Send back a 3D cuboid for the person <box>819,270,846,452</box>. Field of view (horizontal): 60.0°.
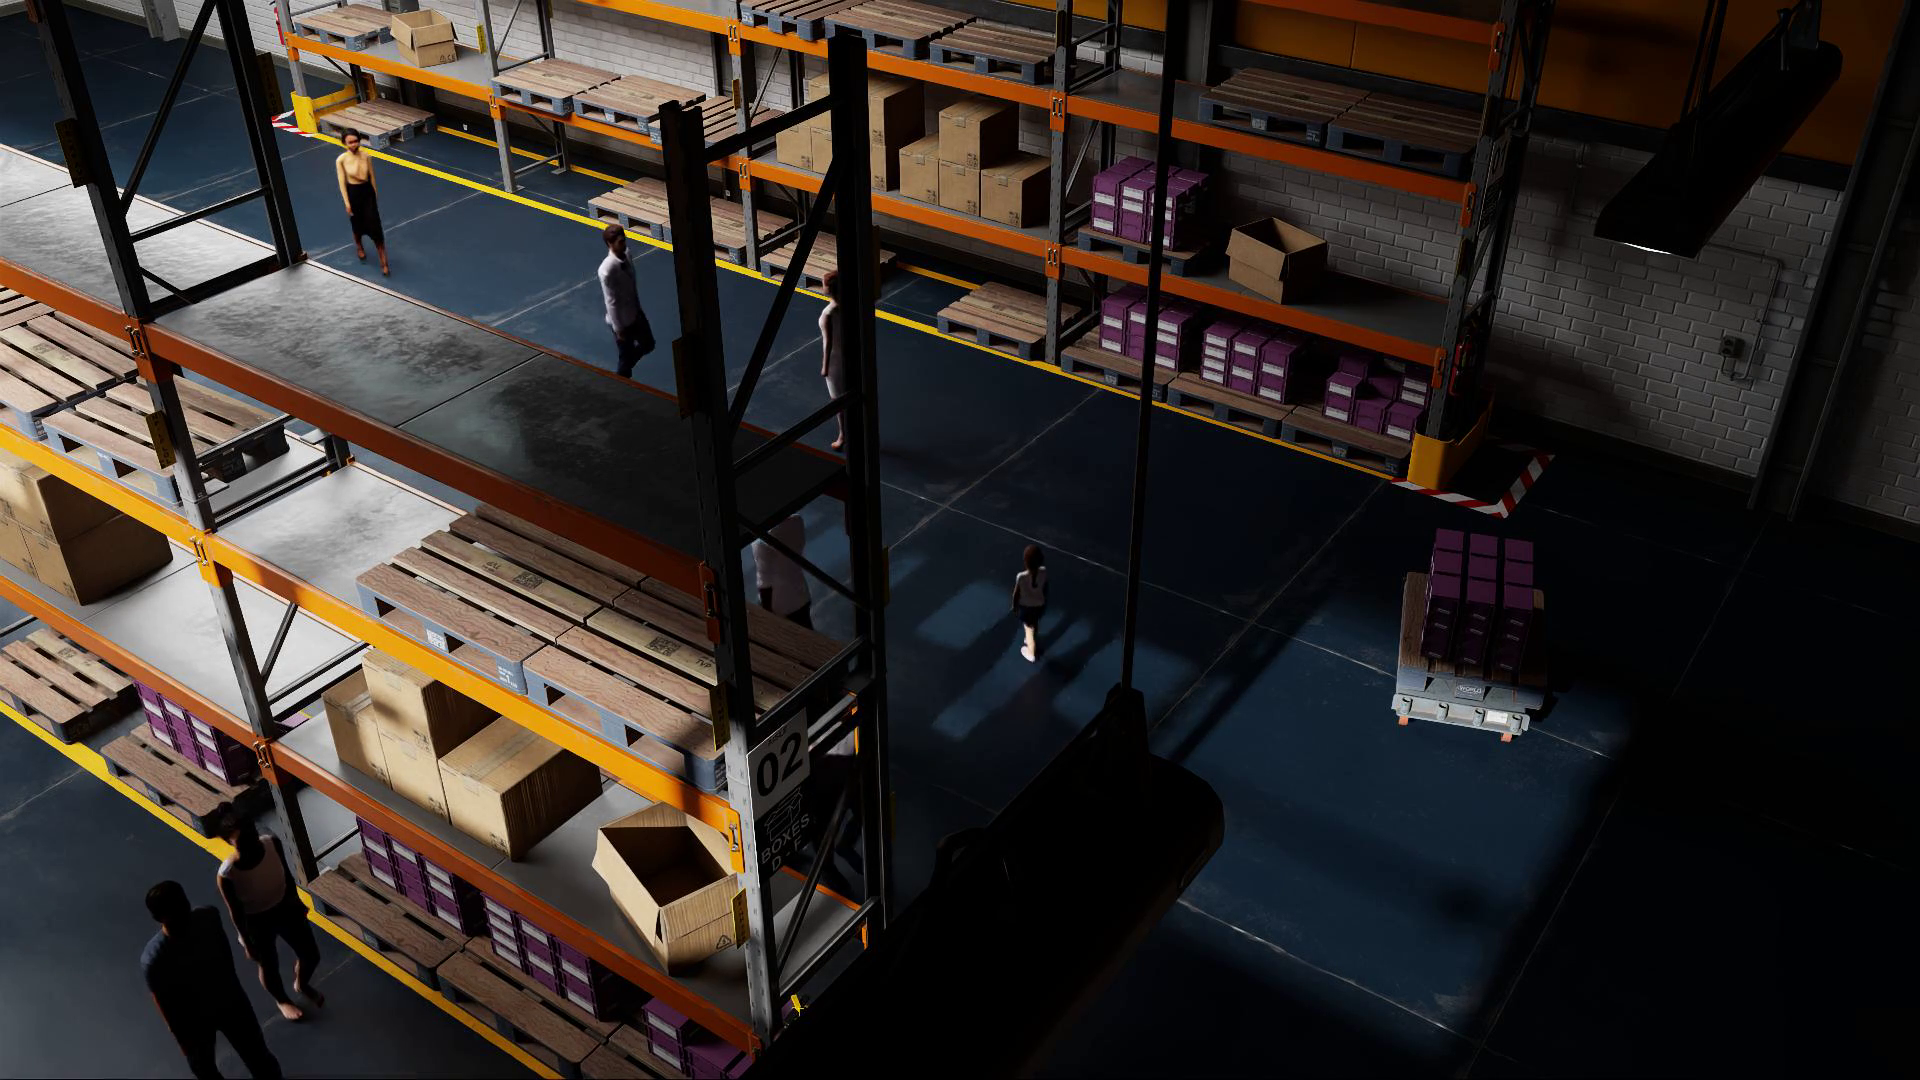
[{"bbox_3d":[-1.096,-1.624,15.053,0.540,1.794,0.609,15,37,22],"label":"person"}]

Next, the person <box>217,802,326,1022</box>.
[{"bbox_3d":[-4.028,2.133,9.577,0.564,1.599,0.581,23,40,31],"label":"person"}]

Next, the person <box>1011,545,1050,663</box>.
[{"bbox_3d":[0.560,0.496,12.567,0.522,1.016,0.576,-15,36,-21],"label":"person"}]

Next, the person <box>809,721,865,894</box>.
[{"bbox_3d":[-0.827,1.460,10.459,0.703,1.743,0.680,-27,42,-35],"label":"person"}]

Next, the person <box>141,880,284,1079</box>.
[{"bbox_3d":[-4.110,2.467,8.914,1.083,1.776,0.735,17,37,24],"label":"person"}]

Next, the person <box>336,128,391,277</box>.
[{"bbox_3d":[-6.671,-3.760,18.433,0.834,1.610,1.110,-20,39,-28],"label":"person"}]

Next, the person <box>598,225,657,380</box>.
[{"bbox_3d":[-3.259,-2.145,15.796,0.804,1.839,0.802,9,35,13],"label":"person"}]
